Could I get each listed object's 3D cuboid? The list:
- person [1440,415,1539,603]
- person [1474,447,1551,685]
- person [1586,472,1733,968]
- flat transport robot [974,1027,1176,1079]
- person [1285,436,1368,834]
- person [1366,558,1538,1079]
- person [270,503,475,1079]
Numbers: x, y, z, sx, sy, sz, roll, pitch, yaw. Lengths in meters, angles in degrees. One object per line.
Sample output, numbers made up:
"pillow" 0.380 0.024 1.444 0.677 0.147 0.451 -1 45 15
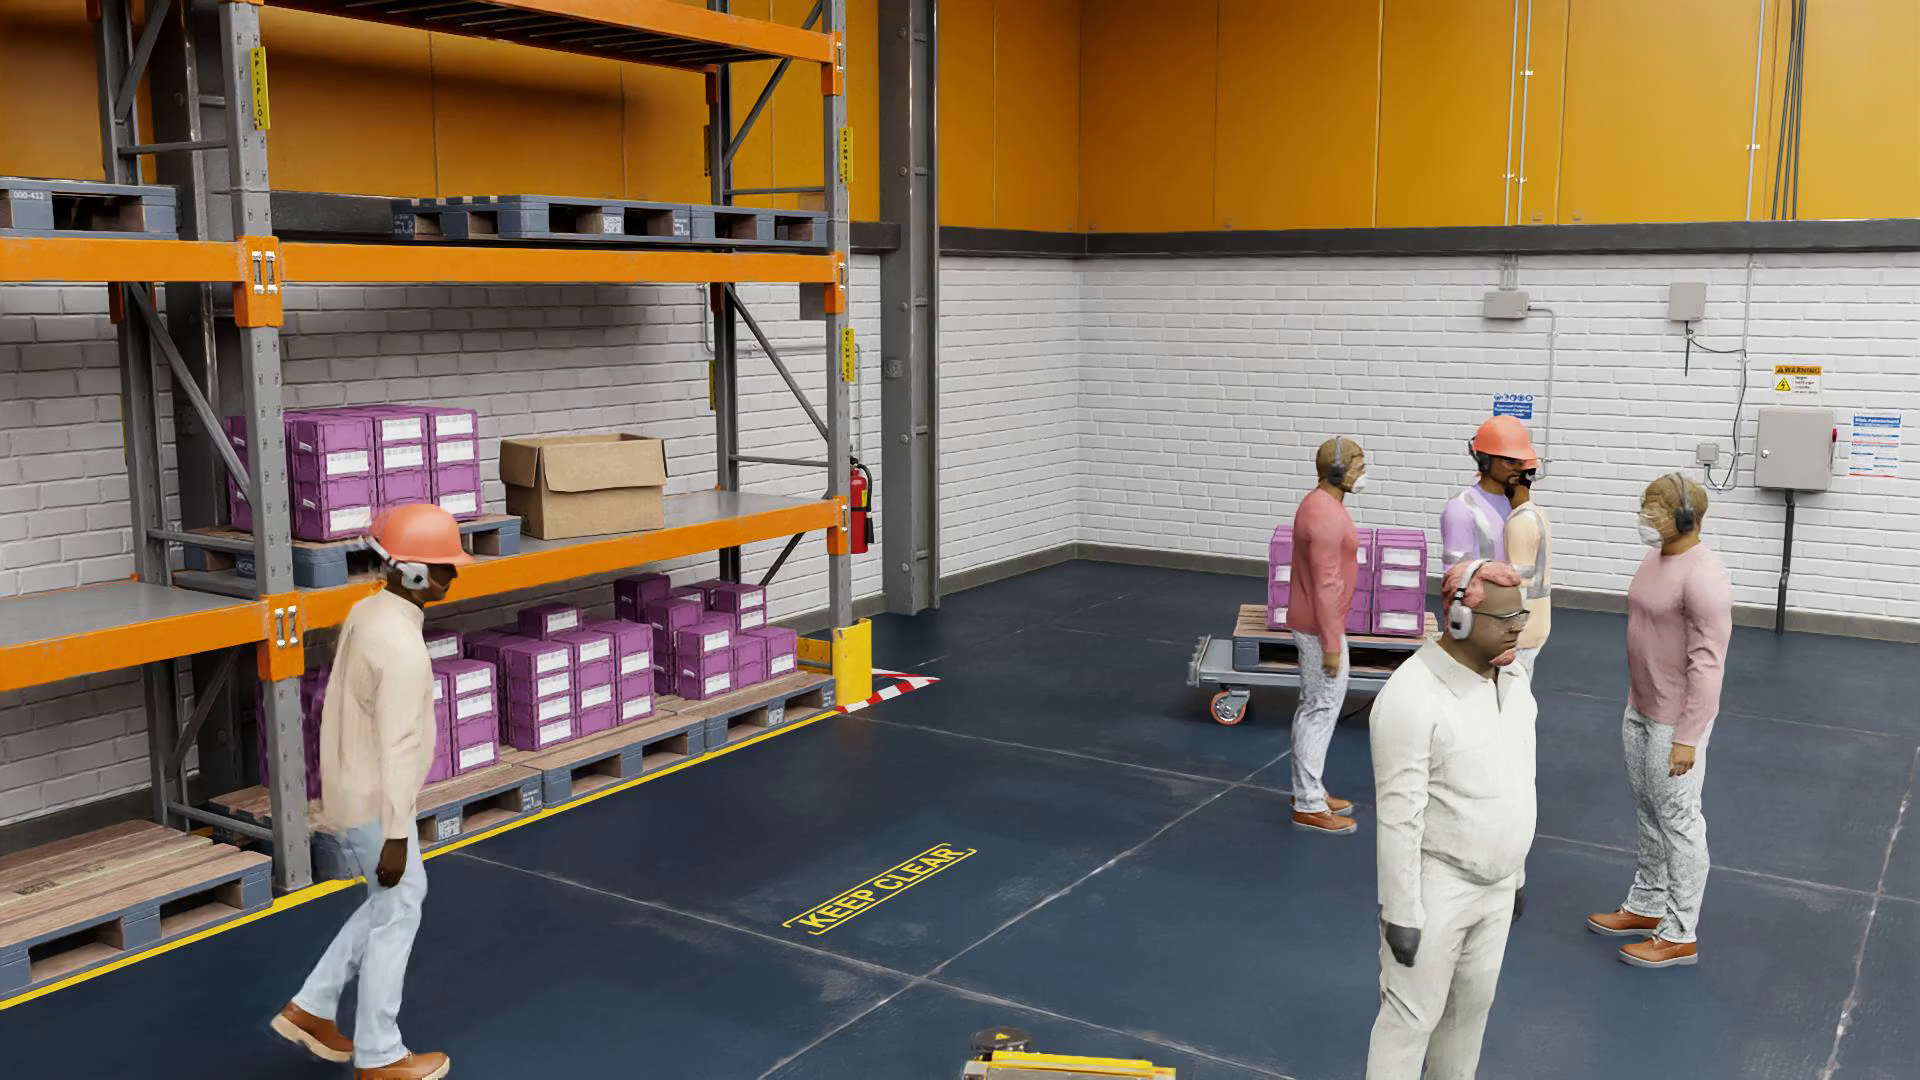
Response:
"person" 2.596 0.402 8.142 0.607 2.035 0.411 -7 11 -40
"person" 2.691 0.453 8.170 0.391 1.923 0.548 3 9 20
"person" 2.764 0.697 6.522 0.373 1.940 0.629 0 9 1
"flat transport robot" 0.278 1.800 4.747 0.652 0.197 1.431 1 9 8
"person" 1.775 0.453 8.131 0.367 1.932 0.642 1 9 9
"person" 1.440 0.988 4.775 0.641 1.899 0.394 -7 11 -40
"person" -1.885 0.851 5.453 0.622 1.958 0.640 -5 10 -30
